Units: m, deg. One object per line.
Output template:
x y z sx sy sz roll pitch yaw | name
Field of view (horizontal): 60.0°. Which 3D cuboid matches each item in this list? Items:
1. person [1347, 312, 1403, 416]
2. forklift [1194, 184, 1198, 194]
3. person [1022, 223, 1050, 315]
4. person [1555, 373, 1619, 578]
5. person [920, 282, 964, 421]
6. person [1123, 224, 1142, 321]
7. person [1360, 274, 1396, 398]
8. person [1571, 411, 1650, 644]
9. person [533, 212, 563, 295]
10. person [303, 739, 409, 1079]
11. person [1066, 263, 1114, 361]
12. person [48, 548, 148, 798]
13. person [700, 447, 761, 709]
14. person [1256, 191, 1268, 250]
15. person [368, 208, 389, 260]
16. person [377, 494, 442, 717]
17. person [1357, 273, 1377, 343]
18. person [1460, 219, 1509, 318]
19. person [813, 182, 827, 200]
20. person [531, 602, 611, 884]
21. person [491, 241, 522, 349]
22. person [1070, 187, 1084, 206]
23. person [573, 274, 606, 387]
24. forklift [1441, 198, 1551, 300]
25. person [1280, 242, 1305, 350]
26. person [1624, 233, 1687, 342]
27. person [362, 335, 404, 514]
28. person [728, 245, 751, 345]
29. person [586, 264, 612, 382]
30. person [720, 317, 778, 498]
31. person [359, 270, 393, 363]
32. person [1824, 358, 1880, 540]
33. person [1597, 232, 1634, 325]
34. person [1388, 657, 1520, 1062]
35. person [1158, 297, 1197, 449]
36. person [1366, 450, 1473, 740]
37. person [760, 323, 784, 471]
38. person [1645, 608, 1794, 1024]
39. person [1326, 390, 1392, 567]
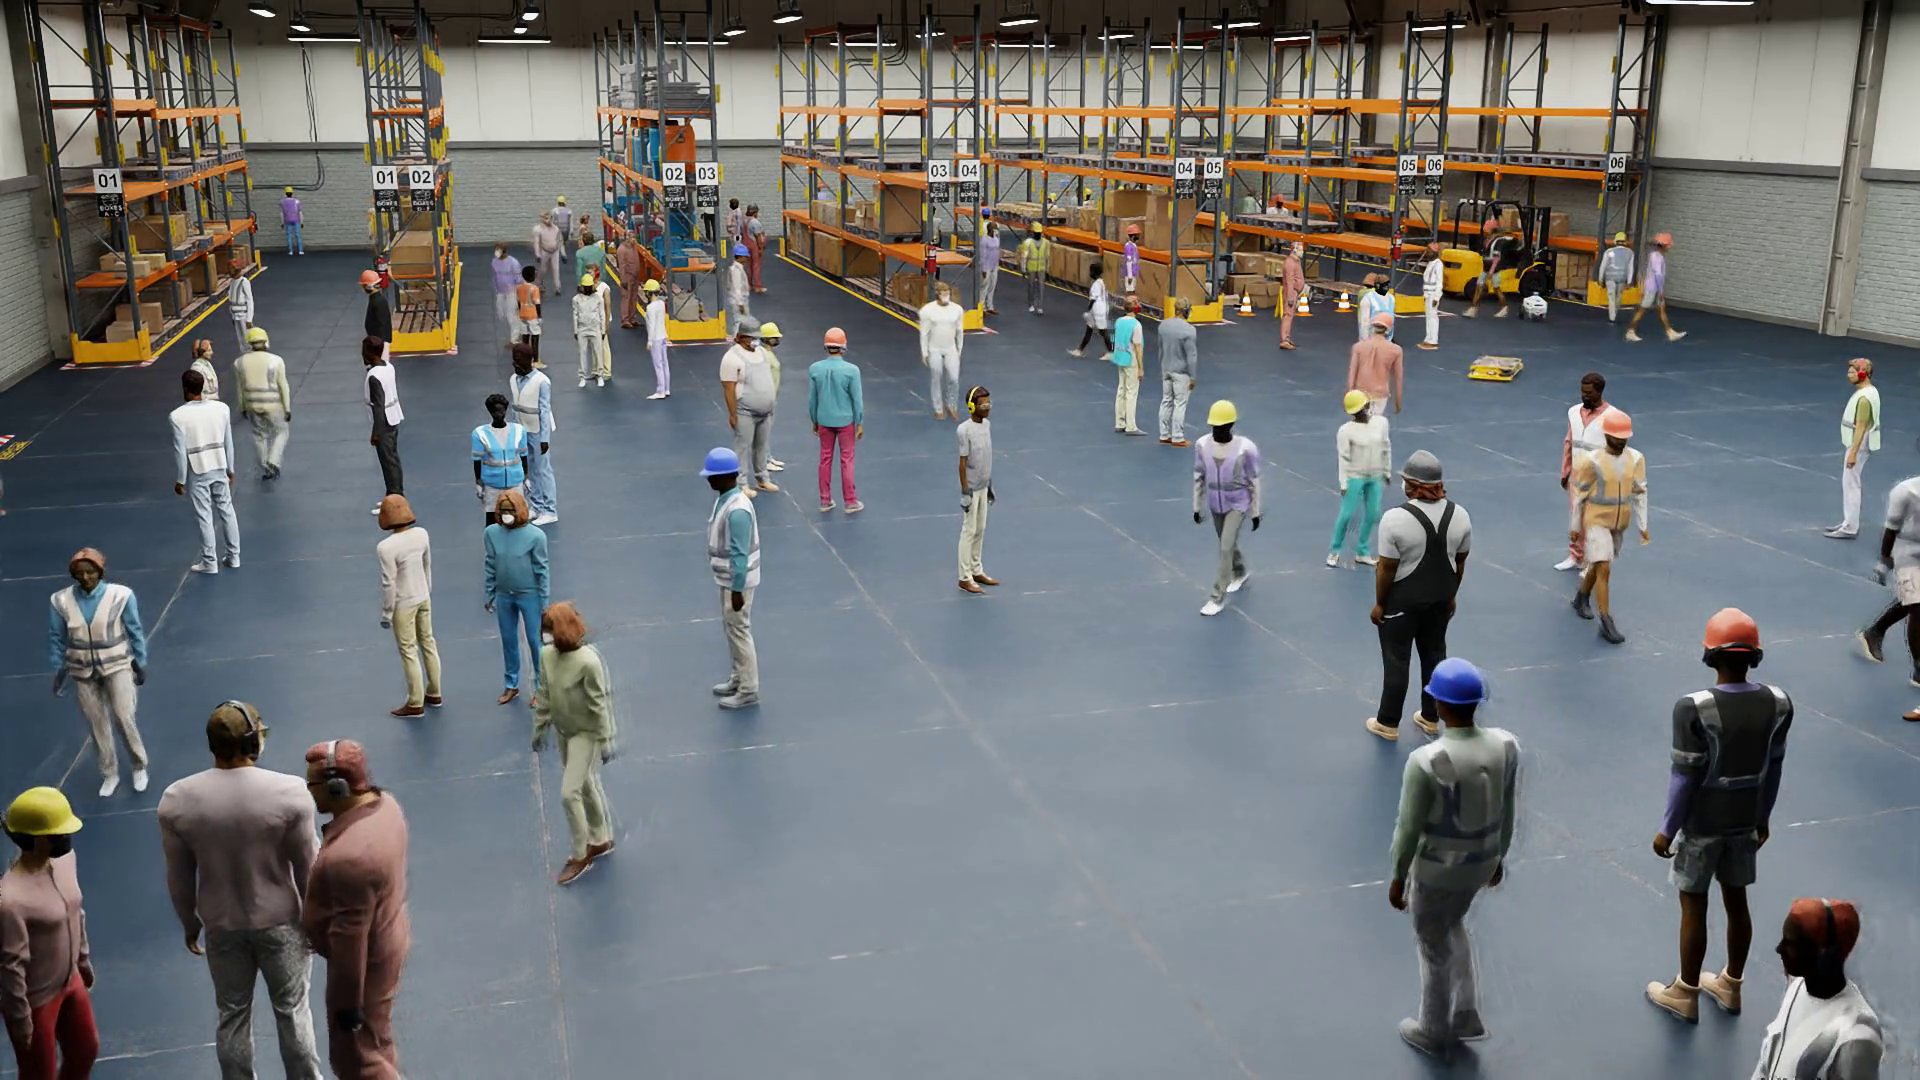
4.874 -1.707 19.630 0.627 1.920 1.061 9 17 29 | person
7.392 -11.333 53.972 1.873 2.768 1.129 -4 15 -15 | forklift
1.577 -5.618 34.396 0.604 1.884 0.994 -2 15 -7 | person
5.874 -0.617 15.522 0.407 1.908 0.597 -9 17 -30 | person
-0.227 -2.562 22.814 0.640 1.921 0.626 -4 15 -13 | person
3.425 -5.283 33.007 0.349 1.940 0.551 4 15 14 | person
6.198 -3.004 24.624 0.623 1.844 0.429 -9 17 -30 | person
5.387 -0.162 13.856 0.547 1.890 0.989 -3 15 -10 | person
-9.389 -6.520 37.834 0.644 1.870 0.989 -10 18 -34 | person
-2.411 1.713 6.785 0.525 1.899 0.656 -2 15 -7 | person
2.242 -3.857 28.181 0.883 1.641 0.541 2 15 7 | person
-5.452 0.849 10.536 0.531 1.627 0.395 -3 15 -12 | person
-1.661 0.271 12.125 0.418 1.937 0.617 -4 16 -16 | person
8.884 -9.380 48.783 0.342 1.749 0.573 13 20 40 | person
-15.138 -8.061 43.512 0.584 1.911 0.760 -4 15 -15 | person
-3.975 0.470 11.952 0.287 1.631 0.501 6 16 20 | person
6.604 -3.512 26.949 0.287 1.629 0.501 -6 16 -22 | person
10.725 -5.470 33.630 1.045 1.998 0.629 -4 16 -16 | person
-4.290 -10.014 50.902 0.545 1.900 0.954 -10 18 -33 | person
-2.247 1.140 9.467 0.525 1.609 0.617 12 19 39 | person
-8.031 -4.388 29.678 0.655 1.920 0.561 8 17 27 | person
3.457 -9.476 49.013 0.572 1.817 0.940 2 15 8 | person
-5.714 -3.226 25.671 0.487 1.738 0.318 -1 15 -4 | person
11.913 -6.508 37.130 2.313 2.155 1.214 -4 15 -15 | forklift
5.921 -4.343 29.568 0.395 1.898 0.639 4 15 15 | person
12.709 -4.570 30.240 1.082 1.979 0.629 7 16 25 | person
-6.175 -1.237 17.823 0.391 1.920 0.587 -2 15 -6 | person
-3.760 -4.086 28.521 0.412 1.936 0.623 0 15 1 | person
-5.698 -3.424 26.193 0.563 1.847 0.390 12 19 38 | person
-2.314 -1.497 18.571 0.537 2.000 0.684 10 18 33 | person
-8.307 -2.851 23.759 0.392 1.991 0.612 -6 16 -21 | person
9.070 -0.919 16.798 0.395 1.831 0.576 8 17 27 | person
12.952 -5.188 32.946 0.596 1.786 0.915 0 15 2 | person
2.226 1.468 7.604 0.634 1.935 0.439 -7 17 -26 | person
2.763 -2.118 21.131 0.375 1.930 0.636 -11 19 -36 | person
3.134 0.371 11.542 0.689 2.000 0.539 -5 16 -17 | person
-2.269 -1.719 19.929 0.315 1.770 0.524 -1 15 -2 | person
3.610 1.319 7.977 0.611 2.038 0.396 -3 15 -13 | person
3.781 -0.577 15.746 0.622 1.723 0.348 -5 16 -18 | person
